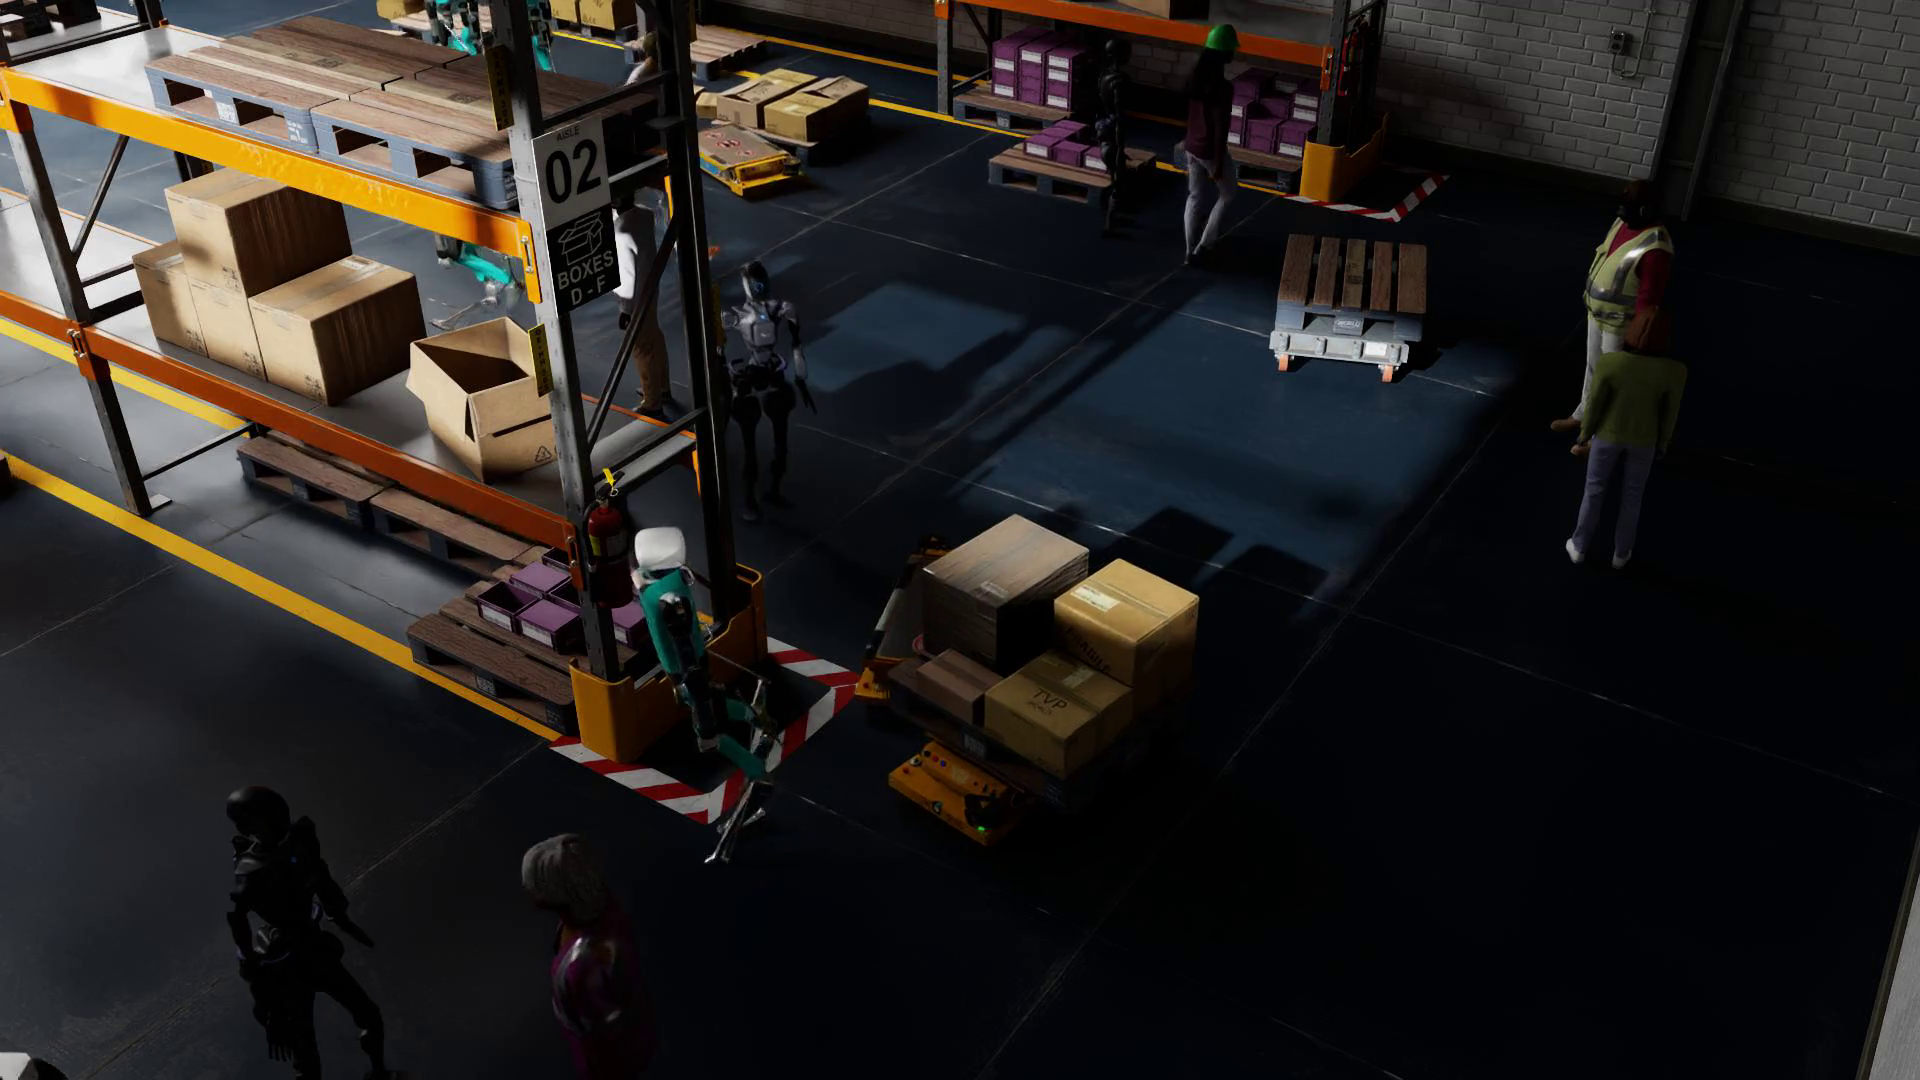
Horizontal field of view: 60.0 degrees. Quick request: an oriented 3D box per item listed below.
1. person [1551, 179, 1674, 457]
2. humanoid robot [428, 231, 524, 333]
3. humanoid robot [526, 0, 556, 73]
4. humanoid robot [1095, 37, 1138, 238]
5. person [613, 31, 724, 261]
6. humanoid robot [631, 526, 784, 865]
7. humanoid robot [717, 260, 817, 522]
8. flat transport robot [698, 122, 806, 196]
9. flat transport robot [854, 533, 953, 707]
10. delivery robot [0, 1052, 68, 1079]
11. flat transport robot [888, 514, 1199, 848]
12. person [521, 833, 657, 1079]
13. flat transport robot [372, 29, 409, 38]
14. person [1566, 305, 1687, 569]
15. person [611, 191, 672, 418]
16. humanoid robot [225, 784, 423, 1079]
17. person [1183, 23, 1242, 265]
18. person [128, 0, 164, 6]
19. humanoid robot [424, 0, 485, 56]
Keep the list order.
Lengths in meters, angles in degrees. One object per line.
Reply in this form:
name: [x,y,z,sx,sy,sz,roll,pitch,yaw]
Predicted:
person: [4.173,-1.413,10.603,0.429,1.841,0.635,-2,33,-4]
humanoid robot: [-3.444,-2.137,11.809,1.006,1.730,0.554,5,33,8]
humanoid robot: [-4.013,-4.654,15.732,0.551,1.849,0.706,-20,38,-28]
humanoid robot: [1.318,-3.291,13.634,0.411,1.642,0.610,-1,33,-1]
person: [-2.469,-3.081,13.152,0.995,1.869,0.671,4,33,6]
humanoid robot: [-1.038,0.681,7.486,0.718,1.788,0.529,-14,35,-20]
humanoid robot: [-1.168,-0.882,9.938,0.599,1.656,0.354,-15,36,-22]
flat transport robot: [-2.066,-3.511,15.269,0.659,0.231,1.431,-21,39,-29]
flat transport robot: [-0.072,0.452,9.178,0.659,0.231,1.431,8,34,12]
delivery robot: [-3.856,2.165,6.300,0.817,0.613,0.499,1,33,1]
flat transport robot: [0.371,0.975,8.374,0.659,0.231,1.431,27,42,35]
person: [-1.193,1.733,5.779,0.469,1.835,0.516,-3,33,-5]
flat transport robot: [-5.630,-3.894,15.858,1.431,0.231,0.659,7,34,10]
person: [3.794,-0.576,9.504,0.497,1.633,0.283,10,34,15]
person: [-2.172,-1.643,11.037,0.342,1.747,0.571,4,33,7]
humanoid robot: [-2.400,1.573,6.157,0.398,1.647,0.594,5,33,8]
person: [1.967,-3.083,13.086,0.490,1.937,0.496,-21,39,-29]
person: [-9.831,-7.247,19.647,0.762,1.755,0.447,-23,39,-31]
humanoid robot: [-4.719,-4.812,15.953,0.532,1.746,0.995,-23,40,-31]
